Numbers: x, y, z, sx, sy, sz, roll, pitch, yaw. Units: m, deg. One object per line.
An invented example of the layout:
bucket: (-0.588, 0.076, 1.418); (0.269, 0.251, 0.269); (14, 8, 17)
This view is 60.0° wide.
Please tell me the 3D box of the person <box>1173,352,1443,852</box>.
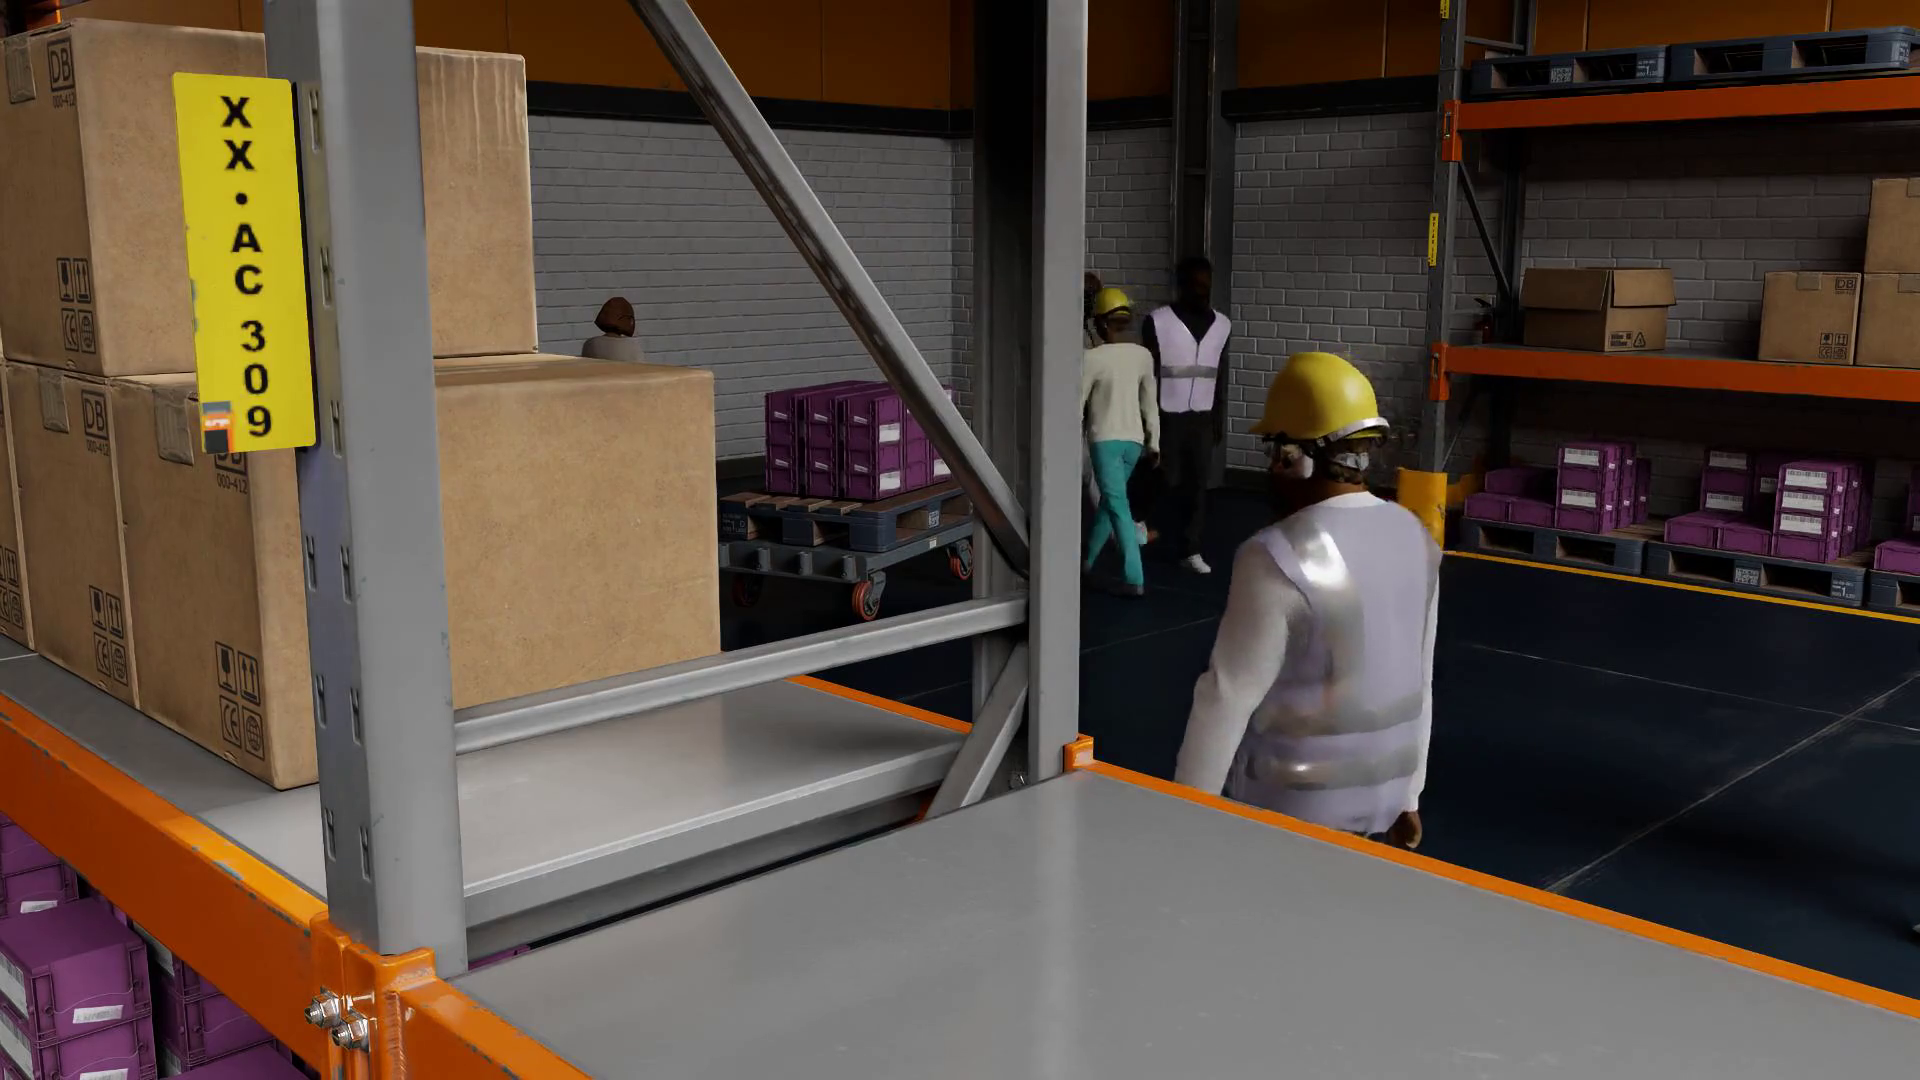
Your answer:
person: (0.691, 0.507, 3.485); (0.921, 1.784, 0.602); (10, 14, 42)

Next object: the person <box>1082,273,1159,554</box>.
person: (0.748, -0.767, 10.410); (0.945, 1.785, 0.618); (3, 11, 15)

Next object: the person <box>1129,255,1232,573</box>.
person: (1.310, -0.771, 10.112); (0.601, 1.904, 0.624); (-5, 11, -23)

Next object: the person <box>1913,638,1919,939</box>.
person: (3.077, 0.224, 4.766); (0.818, 1.886, 0.532); (-6, 12, -28)

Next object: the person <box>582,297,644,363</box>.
person: (-2.245, -0.773, 10.902); (0.508, 1.623, 0.294); (5, 12, 27)

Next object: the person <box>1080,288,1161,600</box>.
person: (0.814, -0.559, 9.457); (0.564, 1.717, 0.921); (-7, 13, -34)
